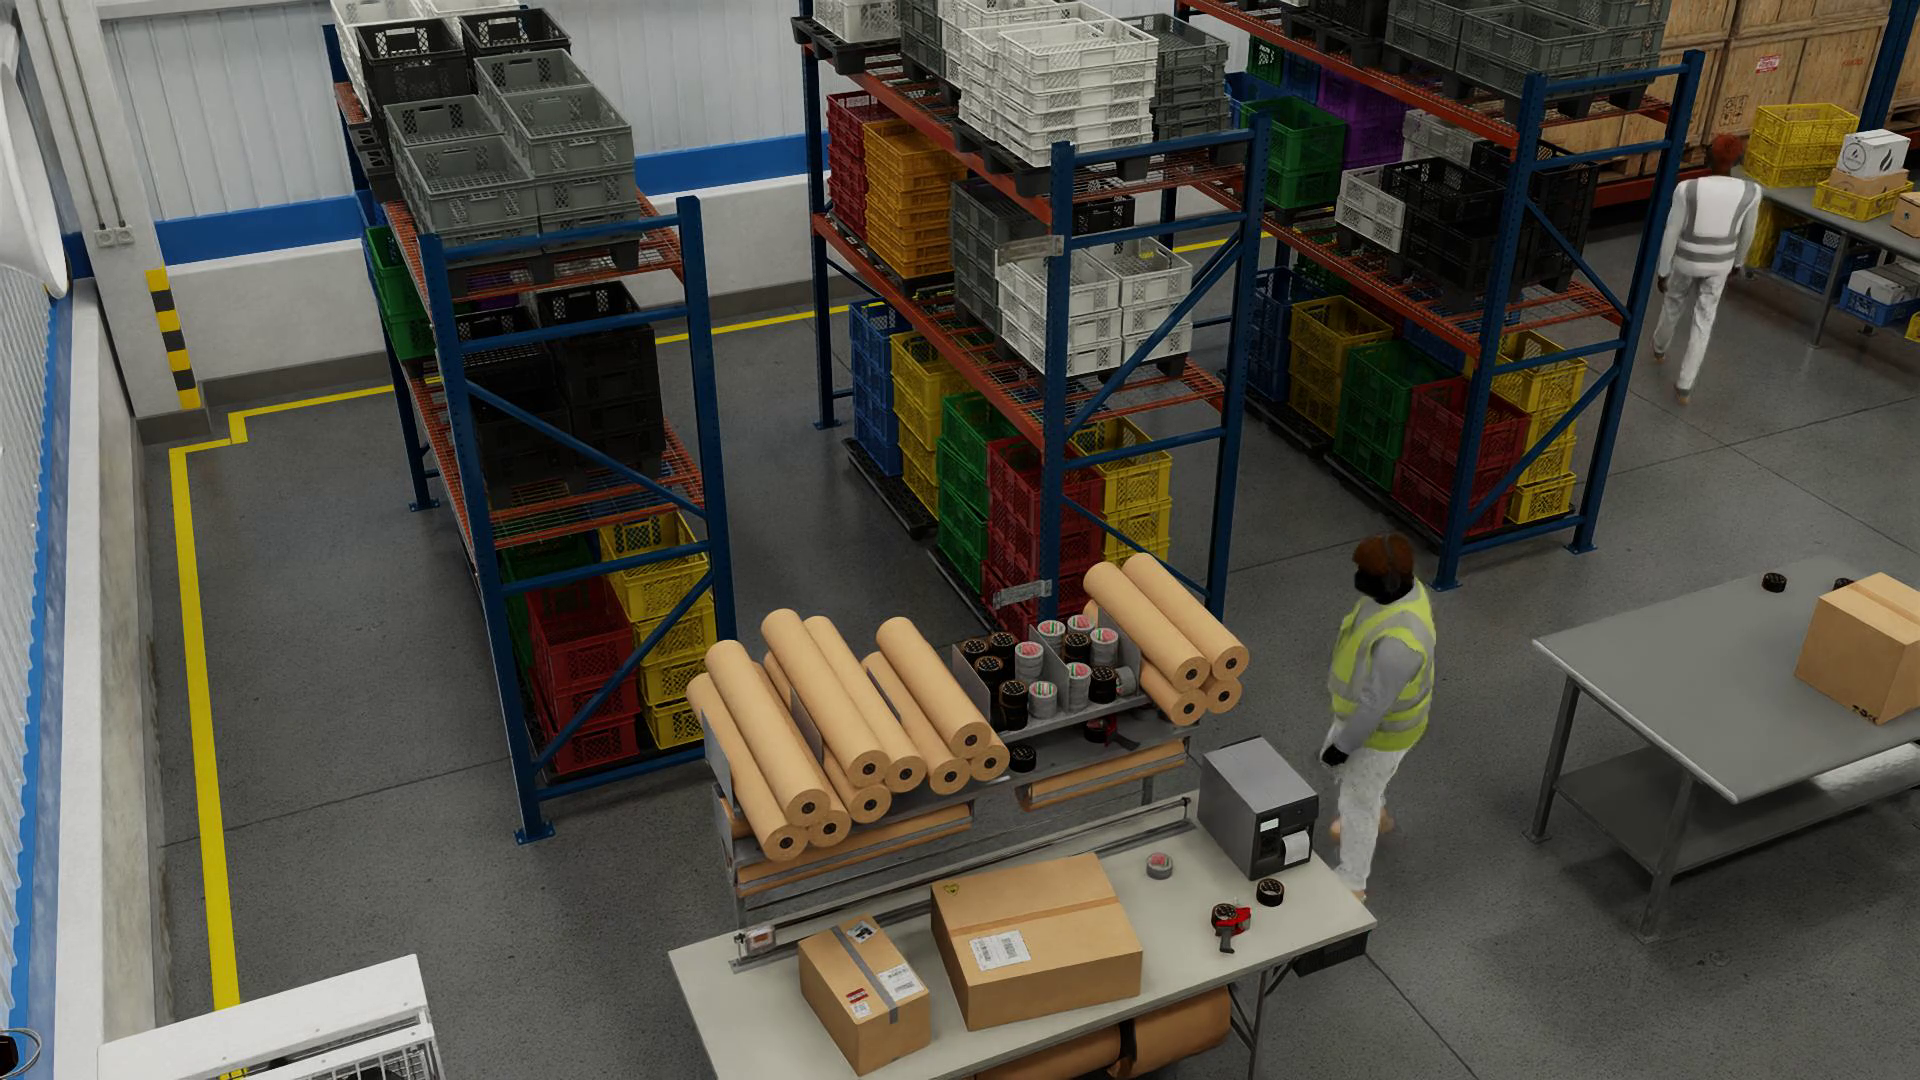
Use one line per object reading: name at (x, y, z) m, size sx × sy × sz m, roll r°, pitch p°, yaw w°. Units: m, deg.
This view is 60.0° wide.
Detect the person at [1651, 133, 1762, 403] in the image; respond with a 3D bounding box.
person at (5.180, -1.953, 11.634) m, size 0.586 × 1.836 × 0.945 m, roll 10°, pitch 33°, yaw 16°

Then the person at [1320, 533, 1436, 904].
person at (1.792, 0.763, 7.265) m, size 0.458 × 1.812 × 0.652 m, roll 2°, pitch 32°, yaw 4°
